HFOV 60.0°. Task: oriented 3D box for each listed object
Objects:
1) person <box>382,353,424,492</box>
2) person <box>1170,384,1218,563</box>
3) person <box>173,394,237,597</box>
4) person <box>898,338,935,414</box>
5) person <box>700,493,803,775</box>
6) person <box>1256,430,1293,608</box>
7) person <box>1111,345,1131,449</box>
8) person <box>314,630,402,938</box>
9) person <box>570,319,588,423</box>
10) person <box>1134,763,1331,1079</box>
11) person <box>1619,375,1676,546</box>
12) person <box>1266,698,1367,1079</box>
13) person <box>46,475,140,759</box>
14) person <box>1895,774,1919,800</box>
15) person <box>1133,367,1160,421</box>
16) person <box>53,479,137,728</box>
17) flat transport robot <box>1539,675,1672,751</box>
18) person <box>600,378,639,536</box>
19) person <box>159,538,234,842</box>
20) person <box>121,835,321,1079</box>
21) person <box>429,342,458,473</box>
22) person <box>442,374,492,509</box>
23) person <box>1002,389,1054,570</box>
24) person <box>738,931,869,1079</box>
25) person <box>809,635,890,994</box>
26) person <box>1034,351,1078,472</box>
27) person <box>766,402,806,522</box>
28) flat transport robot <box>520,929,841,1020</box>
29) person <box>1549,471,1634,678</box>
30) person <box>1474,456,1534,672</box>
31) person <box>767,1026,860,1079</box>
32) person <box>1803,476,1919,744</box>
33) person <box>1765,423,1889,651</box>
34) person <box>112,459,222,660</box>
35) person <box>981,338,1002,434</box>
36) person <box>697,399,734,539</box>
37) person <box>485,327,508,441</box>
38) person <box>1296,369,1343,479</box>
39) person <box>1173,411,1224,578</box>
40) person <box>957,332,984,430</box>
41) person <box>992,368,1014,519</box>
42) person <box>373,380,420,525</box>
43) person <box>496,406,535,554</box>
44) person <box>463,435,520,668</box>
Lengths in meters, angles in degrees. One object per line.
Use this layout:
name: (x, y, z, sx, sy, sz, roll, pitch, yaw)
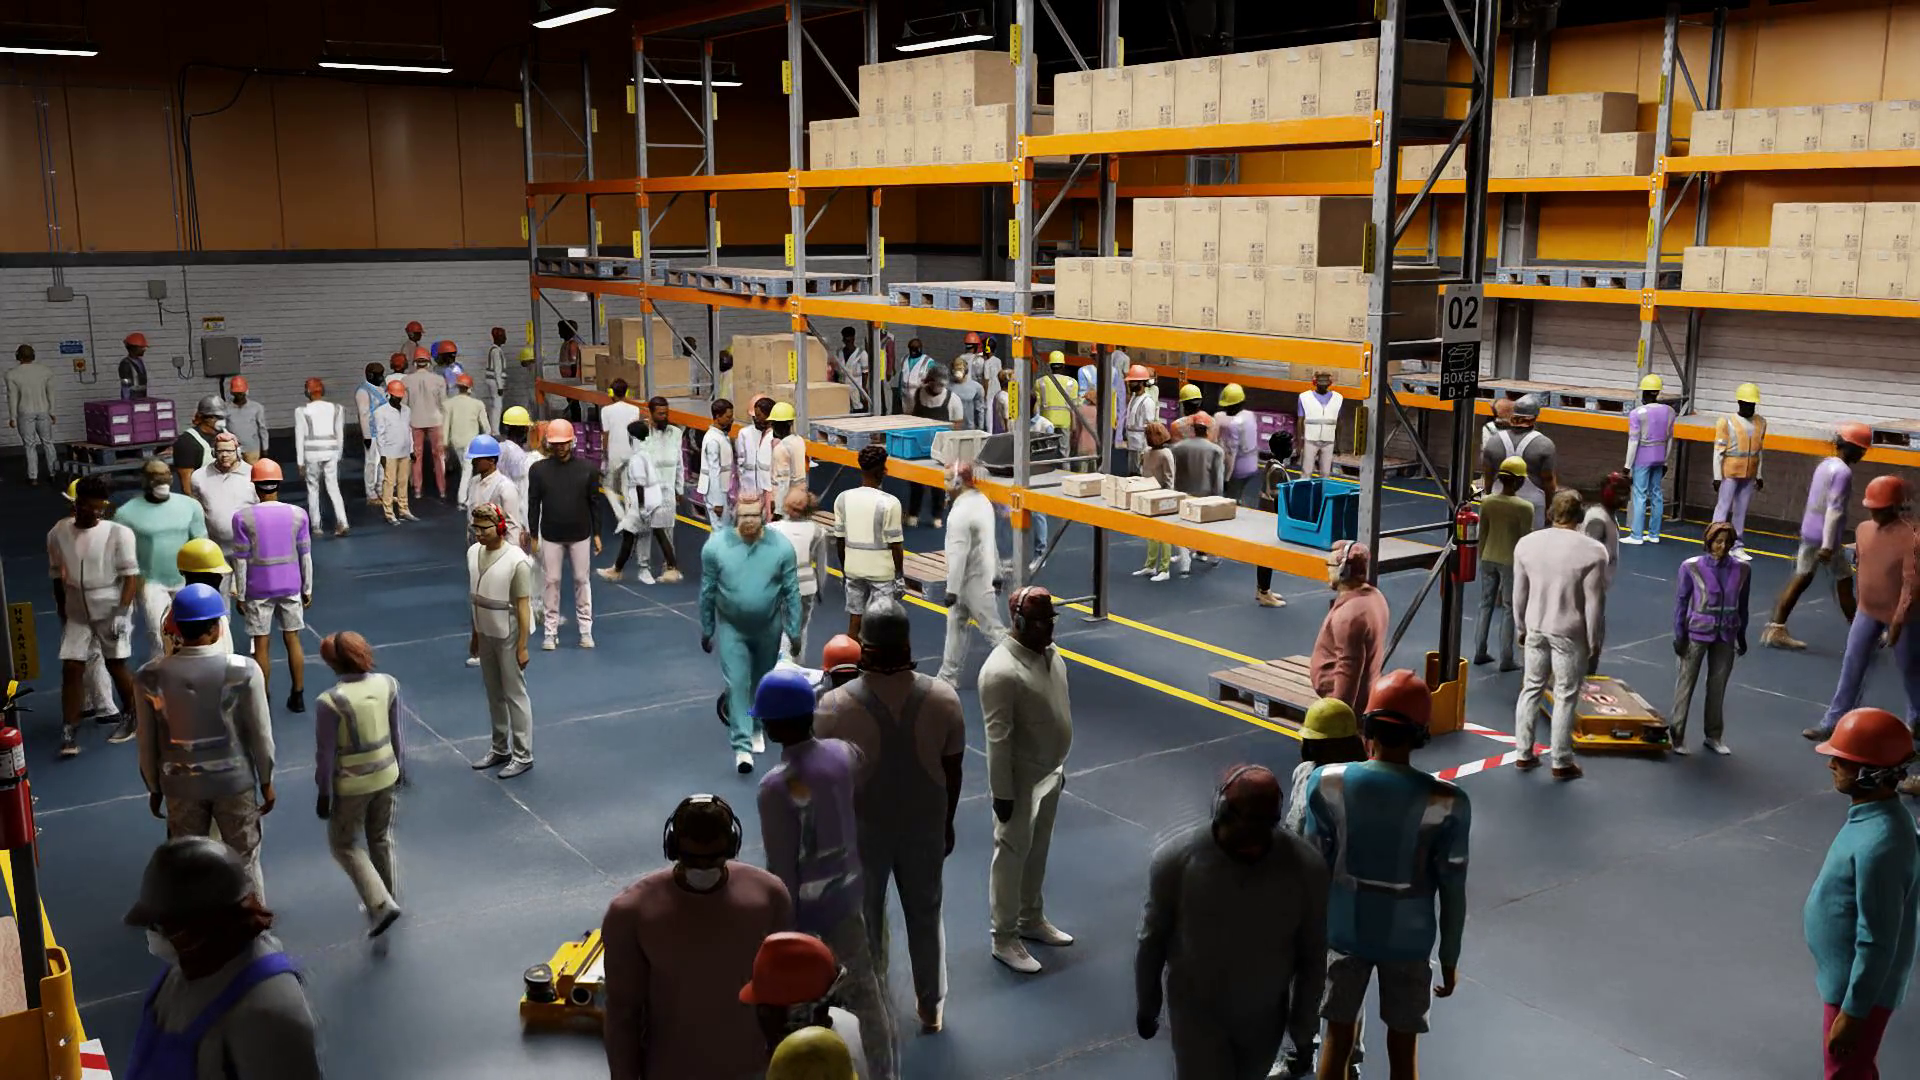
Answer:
person: (-7.500, -1.573, 22.337, 0.577, 1.876, 0.361, 0, 11, 1)
person: (2.459, -0.696, 17.720, 0.586, 1.923, 0.371, -6, 13, -29)
person: (-7.119, -0.403, 15.917, 0.536, 2.000, 0.699, 5, 12, 23)
person: (-0.685, -2.168, 25.464, 0.620, 1.842, 0.429, 6, 13, 30)
person: (-1.387, 0.615, 11.152, 0.674, 1.855, 0.995, -3, 11, -13)
person: (2.991, -0.206, 15.818, 0.322, 1.690, 0.532, 1, 11, 4)
person: (2.524, -2.363, 26.482, 0.339, 1.834, 0.523, -8, 14, -35)
person: (-3.051, 1.248, 8.542, 0.507, 1.625, 0.543, 6, 12, 27)
person: (-6.590, -2.813, 28.539, 0.374, 1.933, 0.625, 0, 11, 0)
person: (0.952, 1.649, 5.914, 0.653, 1.860, 0.933, 0, 11, -2)
person: (7.728, -0.894, 18.717, 0.584, 1.928, 0.367, -4, 12, -18)
person: (1.514, 1.501, 6.934, 0.295, 1.744, 0.487, -7, 13, -34)
person: (-5.991, 0.524, 11.477, 0.624, 1.918, 0.763, -1, 11, -5)
person: (6.325, 0.866, 10.387, 0.882, 1.647, 0.550, 5, 12, 25)
person: (2.585, -1.592, 23.074, 0.507, 1.623, 0.292, -10, 15, -42)
person: (-6.320, 0.453, 12.096, 0.588, 1.821, 0.404, 9, 14, 39)
flat transport robot: (4.625, 1.225, 12.126, 0.652, 0.197, 1.431, 1, 11, 5)
person: (-3.932, -0.936, 19.139, 0.543, 1.845, 0.401, -9, 14, -39)
person: (-4.239, 0.934, 9.384, 0.381, 1.918, 0.585, 0, 11, 1)
person: (-2.087, 1.794, 4.673, 0.537, 2.000, 0.687, -10, 15, -43)
person: (-7.399, -1.887, 23.840, 0.616, 1.907, 0.639, 8, 14, 36)
person: (-6.279, -1.269, 21.217, 0.586, 1.701, 0.915, 1, 11, 7)
person: (0.736, -0.650, 17.506, 0.590, 1.914, 0.391, 10, 15, 40)
person: (-0.441, 1.932, 4.737, 0.417, 1.732, 0.598, 0, 11, 2)
person: (-0.536, 1.309, 7.919, 0.563, 1.743, 0.350, -1, 11, -4)
person: (1.274, -1.554, 22.133, 0.584, 1.918, 0.408, 1, 11, 4)
person: (-1.672, -0.358, 16.006, 0.387, 1.916, 0.585, 3, 11, 13)
flat transport robot: (-1.281, 2.055, 7.877, 1.431, 0.197, 0.652, 1, 11, 6)
person: (4.719, 0.365, 12.568, 0.562, 1.819, 0.593, 5, 12, 22)
person: (4.464, 0.191, 13.603, 0.340, 1.760, 0.526, -7, 13, -33)
person: (-0.383, 2.045, 4.185, 0.488, 1.730, 0.324, 8, 14, 35)
person: (6.452, 0.506, 11.593, 1.077, 1.928, 0.619, -5, 12, -22)
person: (7.426, -0.010, 14.086, 1.022, 1.965, 0.669, 2, 11, 8)
person: (-5.805, 0.367, 12.283, 0.639, 1.918, 0.752, -11, 15, -43)
person: (0.464, -2.130, 25.222, 0.328, 1.862, 0.510, 5, 12, 26)
person: (-2.409, -0.458, 16.551, 0.397, 1.908, 0.600, 0, 11, -2)
person: (-7.650, -2.577, 27.488, 0.378, 1.876, 0.581, -4, 12, -18)
person: (4.412, -1.196, 20.479, 0.572, 1.840, 0.373, -1, 11, -6)
person: (2.481, -0.488, 17.236, 0.572, 1.690, 0.912, 4, 12, 21)
person: (0.173, -2.208, 25.447, 0.543, 1.929, 0.387, 8, 14, 37)
person: (0.568, -1.184, 20.414, 0.345, 1.846, 0.506, -3, 11, -13)
person: (-6.776, -1.062, 20.047, 0.338, 1.742, 0.562, 6, 12, 26)
person: (-4.190, -0.306, 15.750, 0.393, 1.919, 0.582, -5, 12, -25)
person: (-3.808, 0.108, 13.538, 0.605, 1.948, 0.391, 9, 14, 37)
